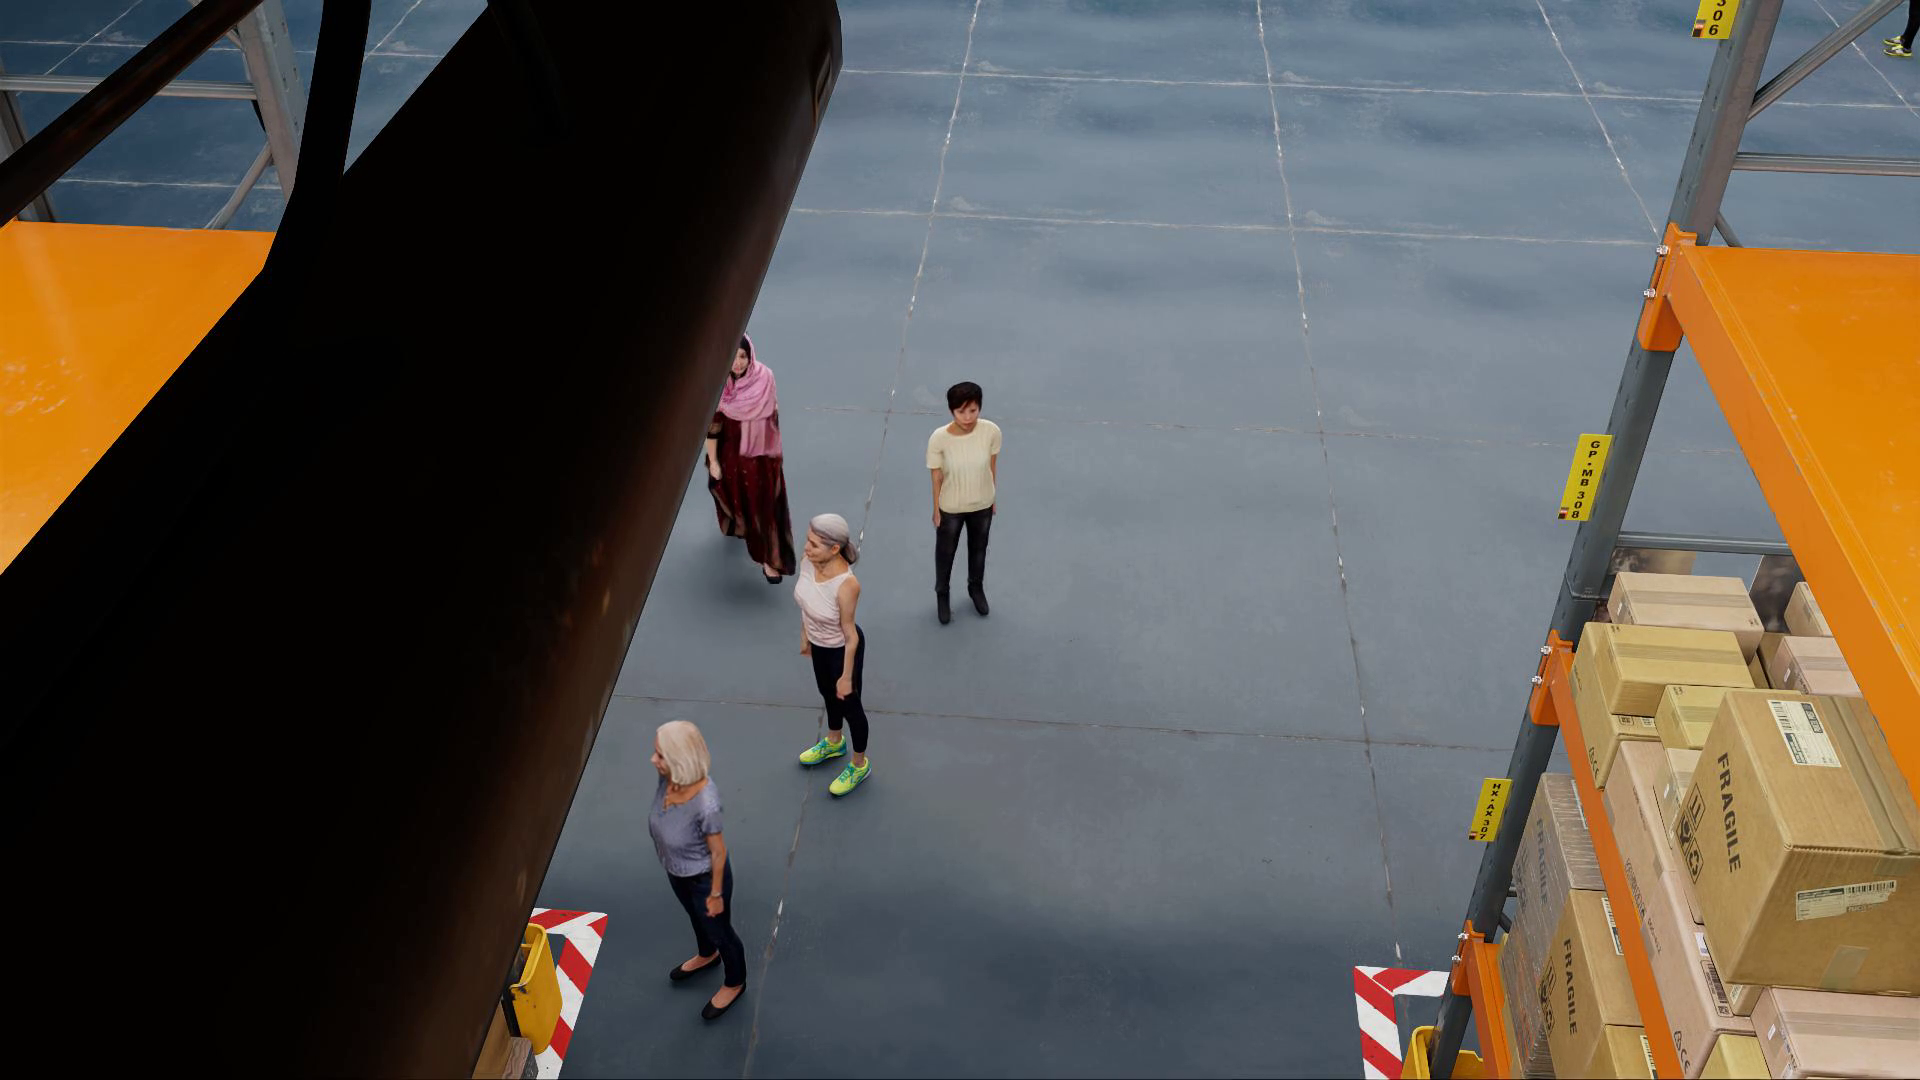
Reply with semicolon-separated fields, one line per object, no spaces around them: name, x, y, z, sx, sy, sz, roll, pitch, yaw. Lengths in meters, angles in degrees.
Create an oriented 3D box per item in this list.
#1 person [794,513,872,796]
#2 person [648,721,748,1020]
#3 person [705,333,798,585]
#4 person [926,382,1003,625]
person;-0.626;0.551;8.412;0.735;1.703;0.666;-25;44;-28
person;-1.147;1.424;7.281;0.719;1.721;0.651;-26;45;-29
person;-1.316;-0.572;9.939;0.926;1.589;1.169;-12;40;-15
person;0.026;-0.215;9.484;0.649;1.587;0.598;-10;39;-13
